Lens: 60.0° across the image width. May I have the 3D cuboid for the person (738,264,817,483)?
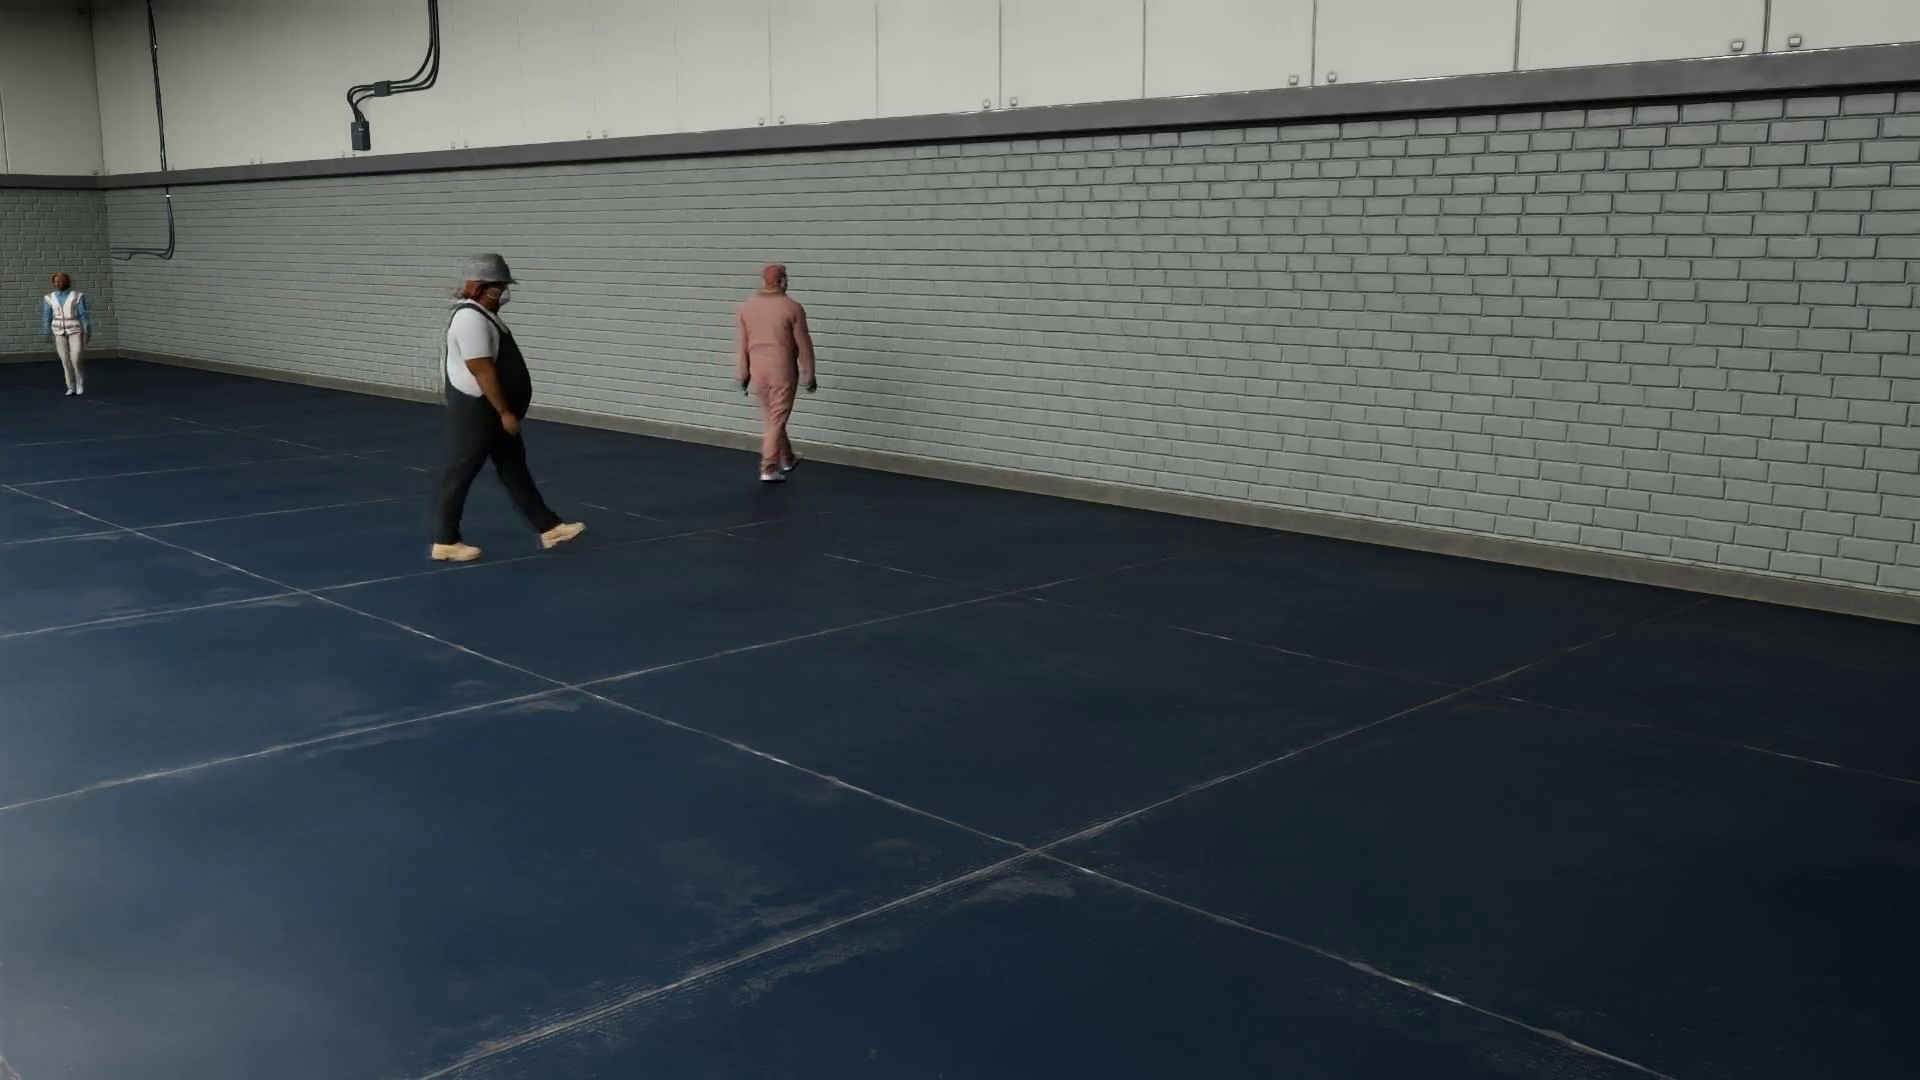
[{"bbox_3d":[-1.543,-1.455,14.475,0.658,1.853,0.963,5,12,28],"label":"person"}]

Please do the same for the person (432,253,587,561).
[{"bbox_3d":[-3.000,-0.865,10.862,1.036,2.000,0.698,-1,10,-3],"label":"person"}]

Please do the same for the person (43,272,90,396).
[{"bbox_3d":[-11.781,-2.708,21.926,0.540,1.621,0.490,-2,11,-9],"label":"person"}]
